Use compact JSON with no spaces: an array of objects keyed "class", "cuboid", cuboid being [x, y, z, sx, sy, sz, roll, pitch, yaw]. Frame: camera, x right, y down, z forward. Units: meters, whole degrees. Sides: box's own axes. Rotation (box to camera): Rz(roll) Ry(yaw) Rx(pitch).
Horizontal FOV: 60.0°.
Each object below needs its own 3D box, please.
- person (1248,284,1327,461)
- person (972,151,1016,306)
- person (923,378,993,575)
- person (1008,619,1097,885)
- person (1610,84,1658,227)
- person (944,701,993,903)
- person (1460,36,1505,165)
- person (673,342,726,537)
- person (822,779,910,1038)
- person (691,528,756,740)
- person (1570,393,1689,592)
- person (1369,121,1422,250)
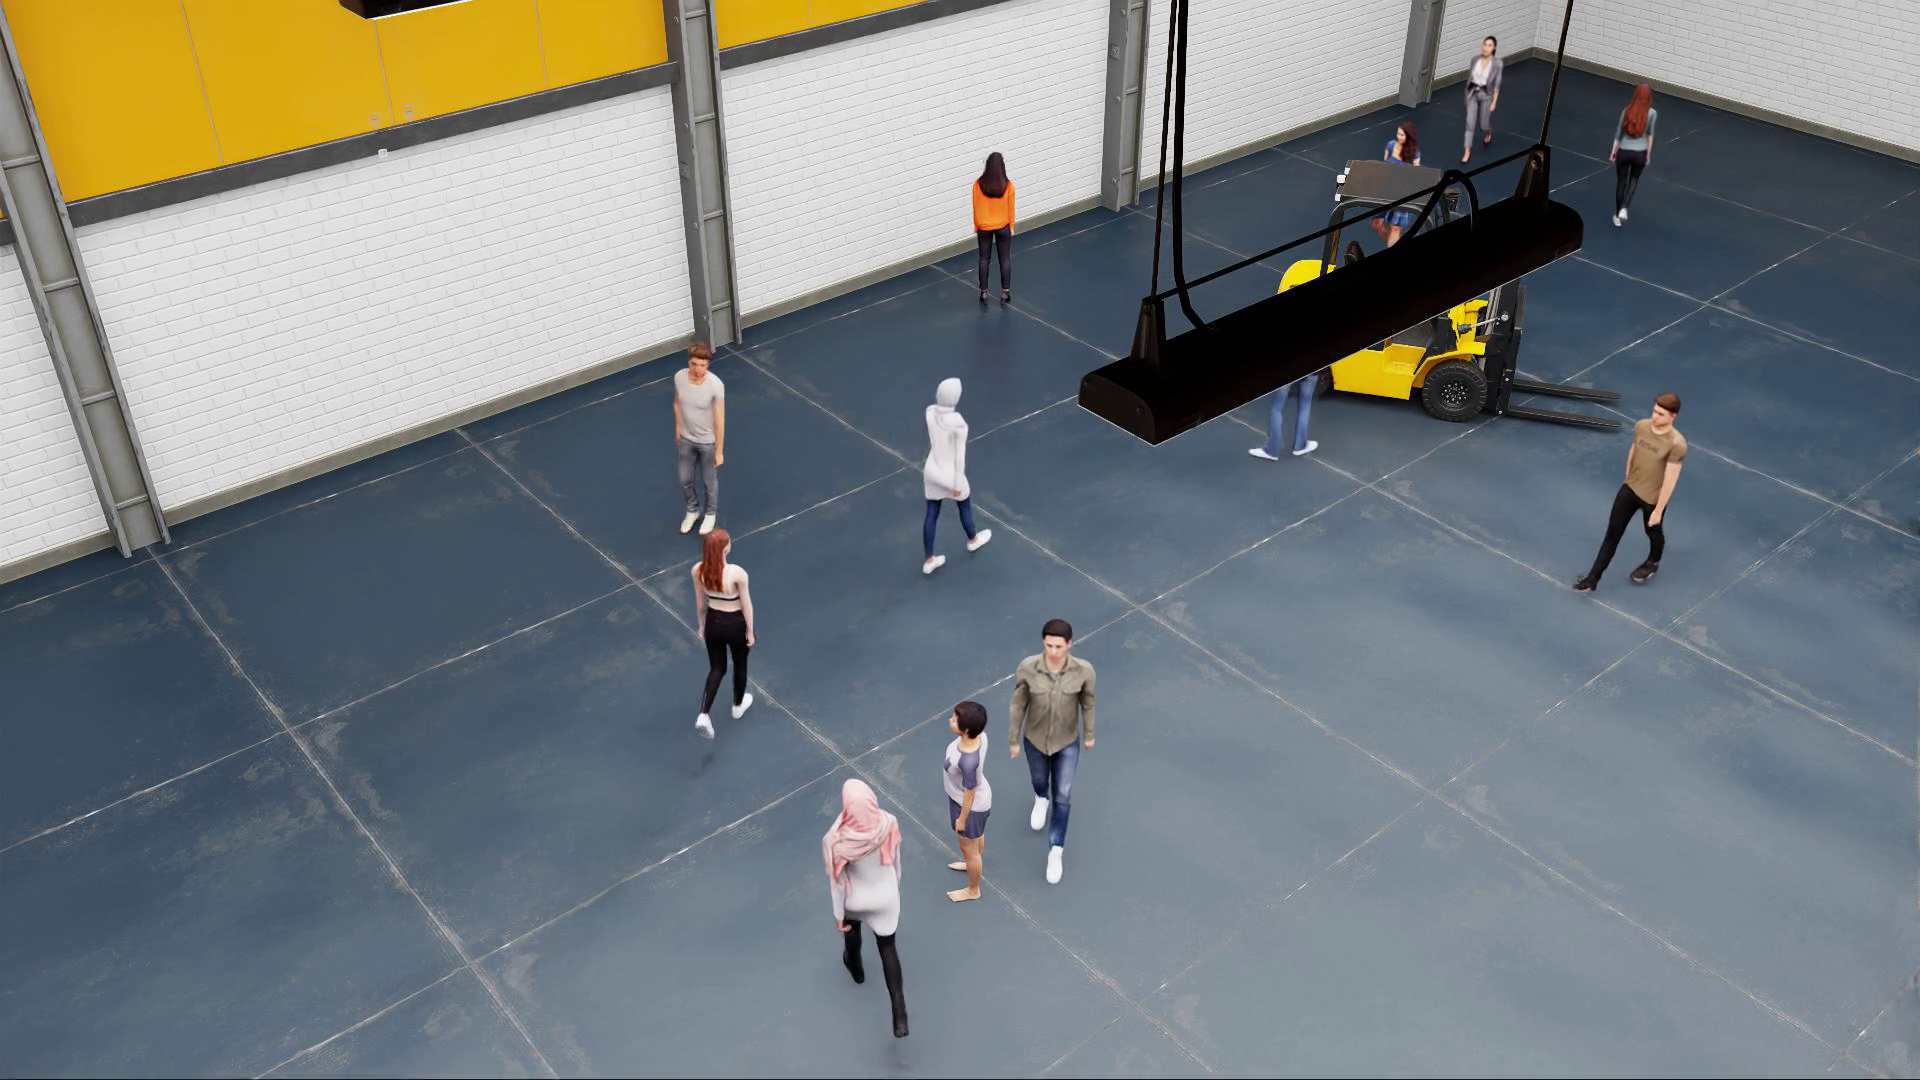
[{"class":"person","cuboid":[3.167,-1.543,15.394,0.846,1.728,0.980,5,34,8]},{"class":"person","cuboid":[0.369,-3.406,18.179,0.700,1.749,0.762,2,34,4]},{"class":"person","cuboid":[-0.185,-0.495,13.800,0.750,1.749,1.027,23,40,30]},{"class":"person","cuboid":[0.608,1.267,11.080,1.117,1.826,1.199,4,34,6]},{"class":"person","cuboid":[8.063,-4.579,19.961,0.735,1.730,0.772,10,35,15]},{"class":"person","cuboid":[0.059,1.659,10.725,0.703,1.566,0.644,3,34,4]},{"class":"person","cuboid":[6.870,-5.797,21.855,0.738,1.662,0.967,23,40,30]},{"class":"person","cuboid":[-2.236,-0.895,14.291,0.788,1.872,0.795,16,37,22]},{"class":"person","cuboid":[-0.503,2.165,9.776,1.171,1.773,0.987,-10,35,-15]},{"class":"person","cuboid":[-1.726,0.704,12.017,0.907,1.726,1.076,11,35,15]},{"class":"person","cuboid":[5.665,-0.378,13.574,1.255,1.804,0.814,-18,38,-25]},{"class":"person","cuboid":[4.969,-3.885,18.855,0.743,1.798,0.680,-28,42,-35]}]
